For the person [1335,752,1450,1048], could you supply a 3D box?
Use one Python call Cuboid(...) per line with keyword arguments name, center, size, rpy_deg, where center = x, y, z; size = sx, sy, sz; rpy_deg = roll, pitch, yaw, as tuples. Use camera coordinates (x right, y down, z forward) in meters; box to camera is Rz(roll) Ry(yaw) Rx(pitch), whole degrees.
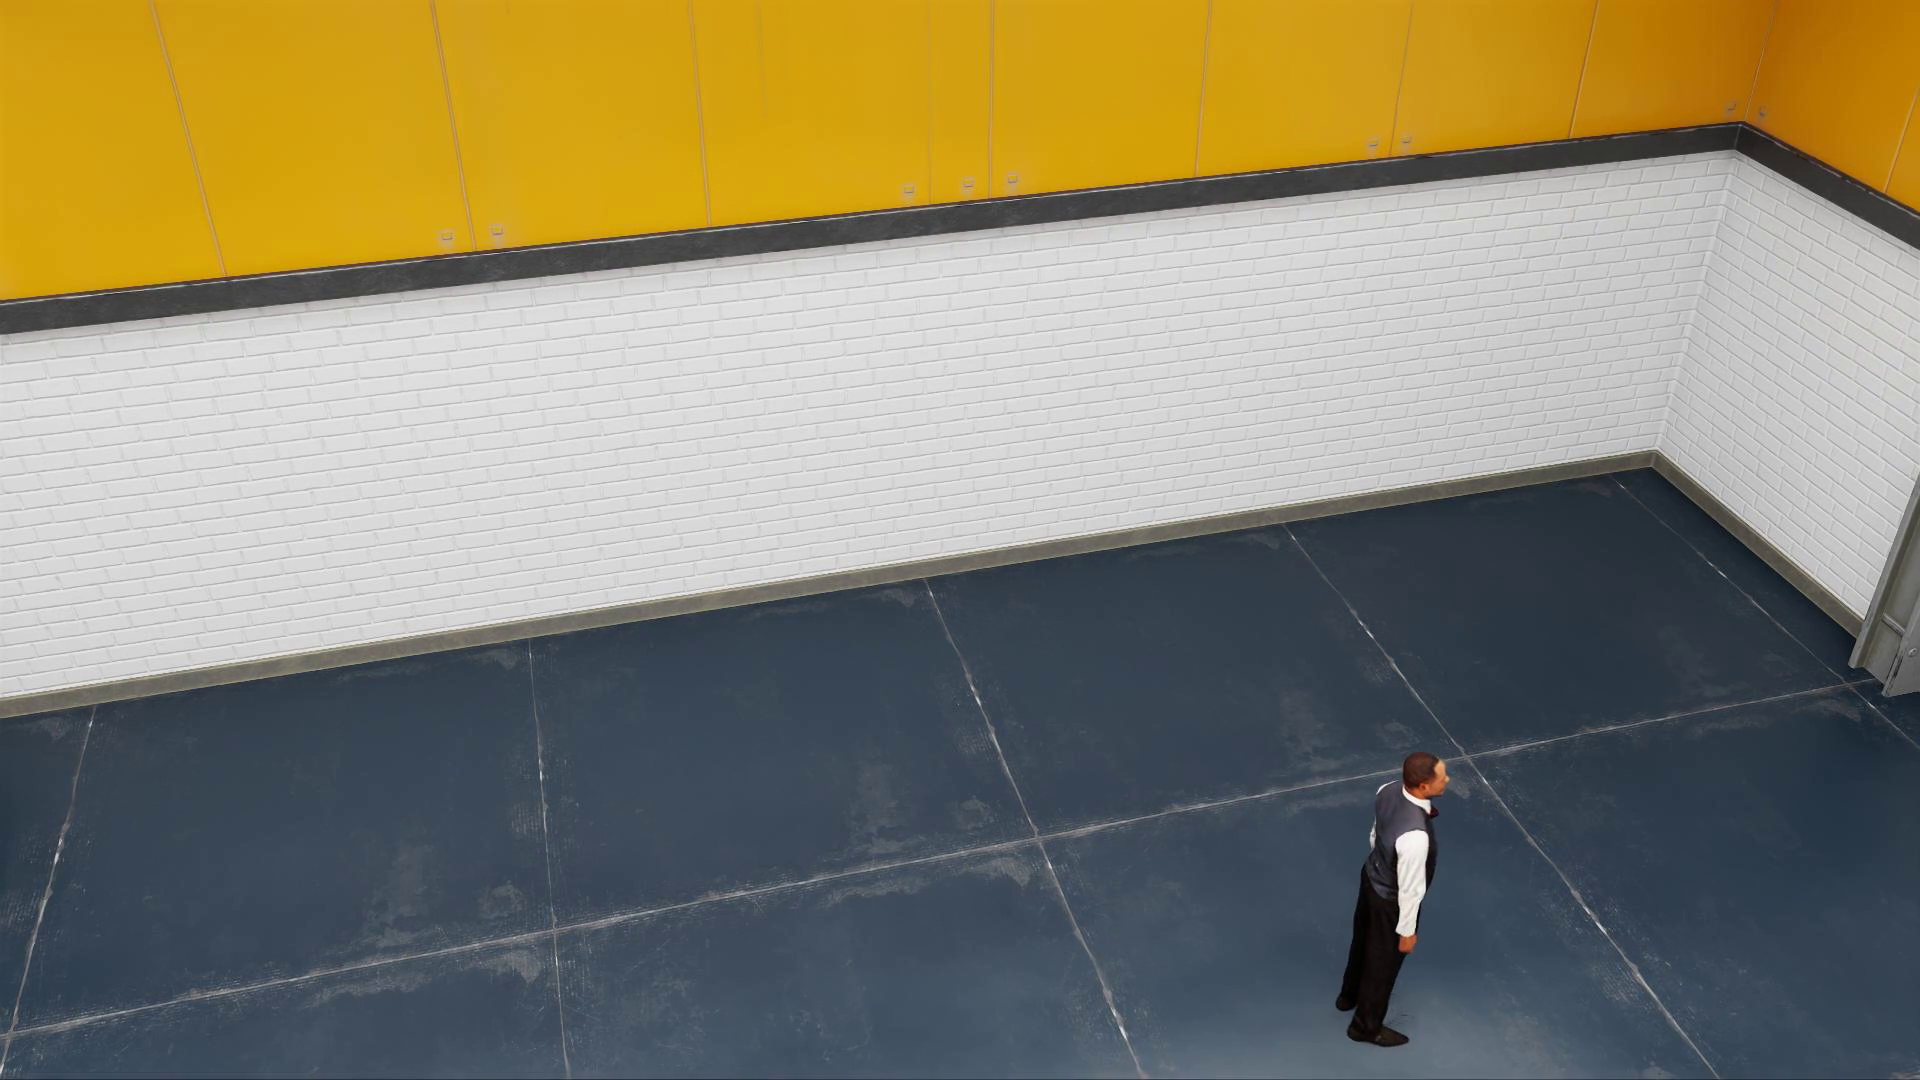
Cuboid(name="person", center=(2.271, 1.869, 8.769), size=(0.798, 1.917, 0.589), rpy_deg=(-2, 34, -3))
